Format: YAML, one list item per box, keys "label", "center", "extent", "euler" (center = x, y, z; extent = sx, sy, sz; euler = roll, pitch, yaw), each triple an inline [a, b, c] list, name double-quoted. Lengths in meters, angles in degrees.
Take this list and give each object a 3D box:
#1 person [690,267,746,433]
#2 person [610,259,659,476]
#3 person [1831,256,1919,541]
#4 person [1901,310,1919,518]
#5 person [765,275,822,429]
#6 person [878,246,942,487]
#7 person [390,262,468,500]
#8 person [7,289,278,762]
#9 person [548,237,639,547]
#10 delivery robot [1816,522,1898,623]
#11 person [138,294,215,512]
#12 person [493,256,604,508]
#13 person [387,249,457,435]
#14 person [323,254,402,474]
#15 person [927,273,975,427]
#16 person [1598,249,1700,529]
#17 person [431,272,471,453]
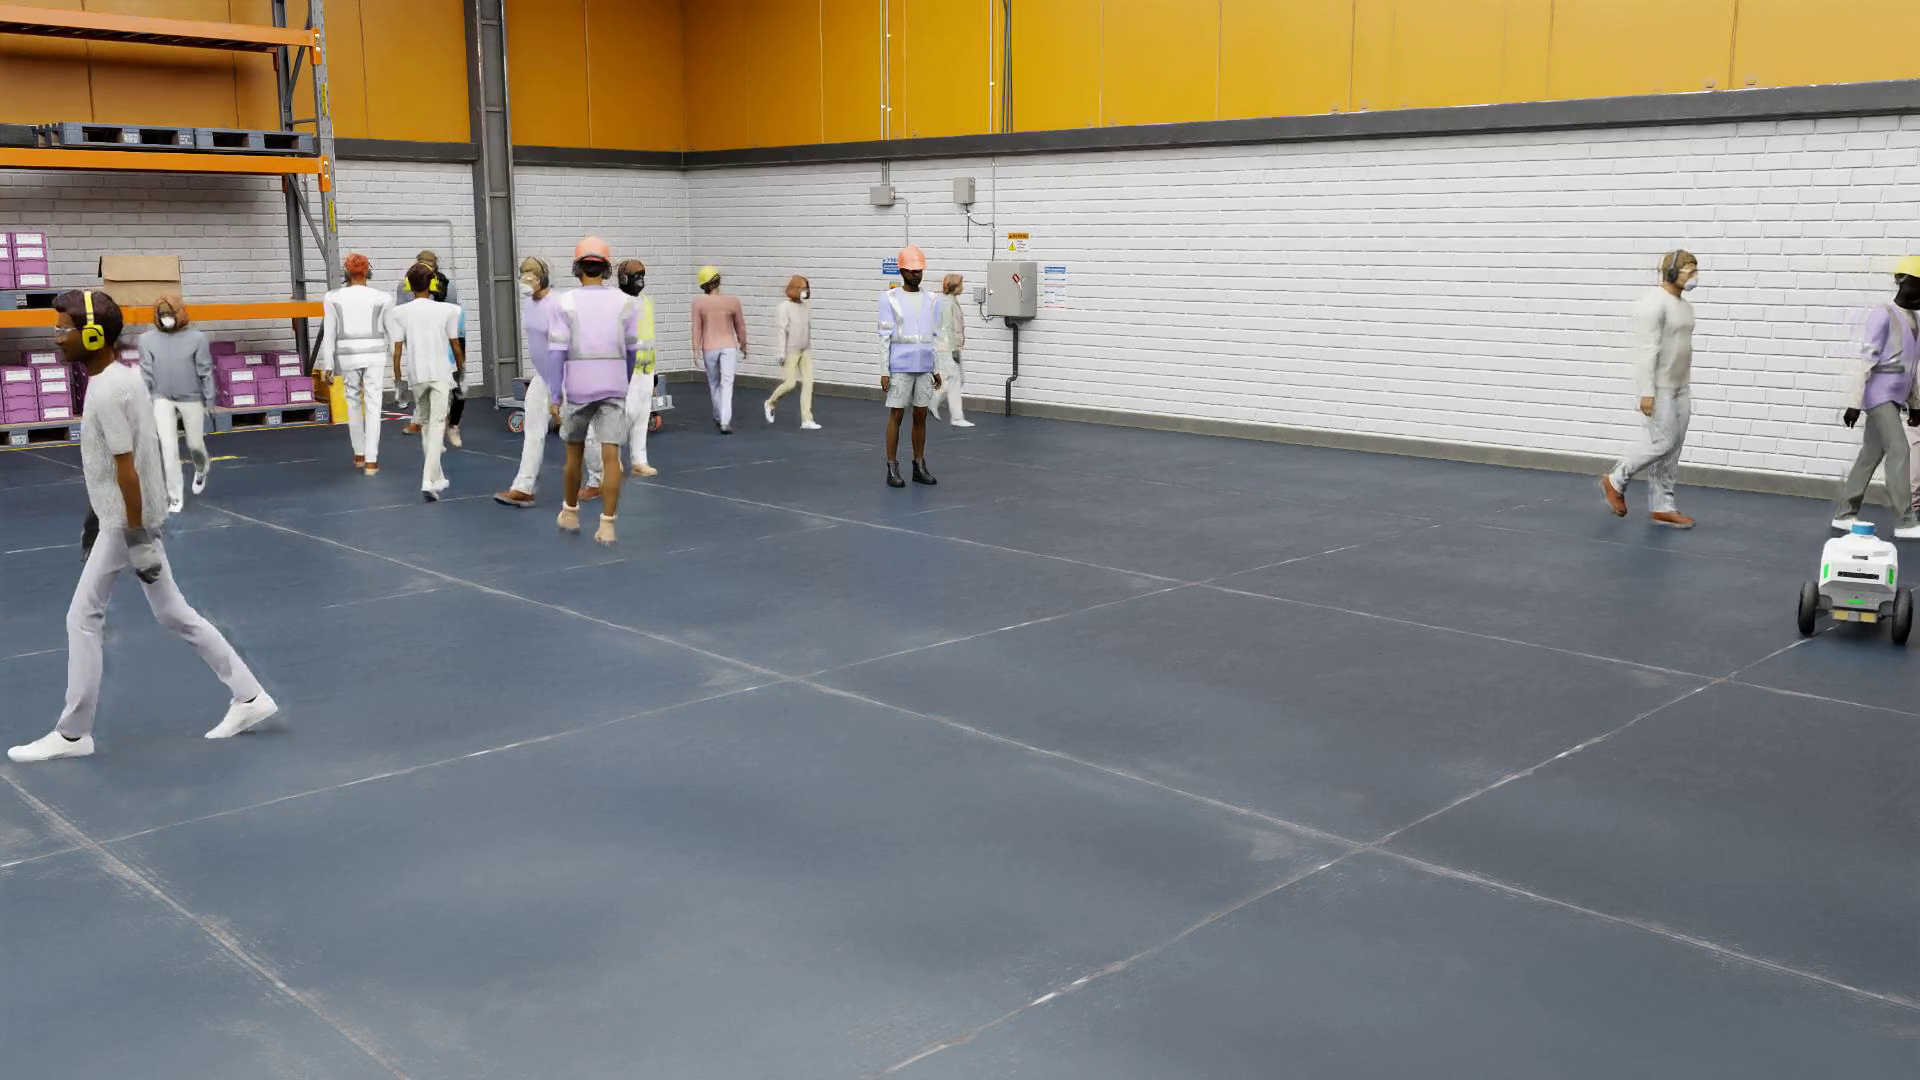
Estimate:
- label: "person"
  center: [-2.494, -1.961, 17.177]
  extent: [0.552, 1.691, 0.944]
  euler: [-1, 10, -7]
- label: "person"
  center: [-2.744, -1.427, 13.908]
  extent: [0.436, 1.825, 0.650]
  euler: [6, 12, 32]
- label: "person"
  center: [6.276, -0.926, 11.043]
  extent: [0.634, 1.873, 0.871]
  euler: [-8, 13, -38]
- label: "person"
  center: [6.936, -1.059, 11.693]
  extent: [0.651, 1.904, 0.402]
  euler: [10, 14, 42]
- label: "person"
  center: [-1.761, -1.973, 17.450]
  extent: [0.627, 1.606, 0.506]
  euler: [8, 13, 37]
- label: "person"
  center: [-0.386, -1.394, 13.425]
  extent: [0.551, 1.935, 0.371]
  euler: [-6, 12, -29]
- label: "person"
  center: [-4.116, -1.233, 12.873]
  extent: [0.511, 1.832, 0.976]
  euler: [-1, 10, -4]
- label: "person"
  center: [-3.216, -0.065, 6.503]
  extent: [0.950, 1.829, 0.518]
  euler: [-3, 11, -14]
- label: "person"
  center: [-2.440, -0.992, 11.052]
  extent: [0.613, 1.998, 0.941]
  euler: [-4, 11, -21]
- label: "delivery robot"
  center: [4.610, 0.149, 8.529]
  extent: [0.477, 0.478, 0.707]
  euler: [6, 12, 28]
- label: "person"
  center: [-5.824, -1.038, 12.419]
  extent: [0.504, 1.604, 0.676]
  euler: [-3, 11, -17]
- label: "person"
  center: [-3.040, -1.166, 12.379]
  extent: [0.642, 1.864, 1.019]
  euler: [10, 14, 44]
- label: "person"
  center: [-5.499, -2.070, 17.275]
  extent: [0.650, 1.886, 1.045]
  euler: [3, 11, 16]
- label: "person"
  center: [-5.135, -1.523, 14.344]
  extent: [0.616, 1.851, 0.875]
  euler: [-3, 11, -14]
- label: "person"
  center: [-0.100, -2.005, 17.603]
  extent: [0.507, 1.627, 0.537]
  euler: [2, 11, 9]
- label: "person"
  center: [4.853, -1.043, 11.529]
  extent: [0.648, 1.926, 0.569]
  euler: [-10, 14, -42]
- label: "person"
  center: [-4.836, -1.646, 15.506]
  extent: [0.542, 1.686, 0.380]
  euler: [-7, 13, -35]
